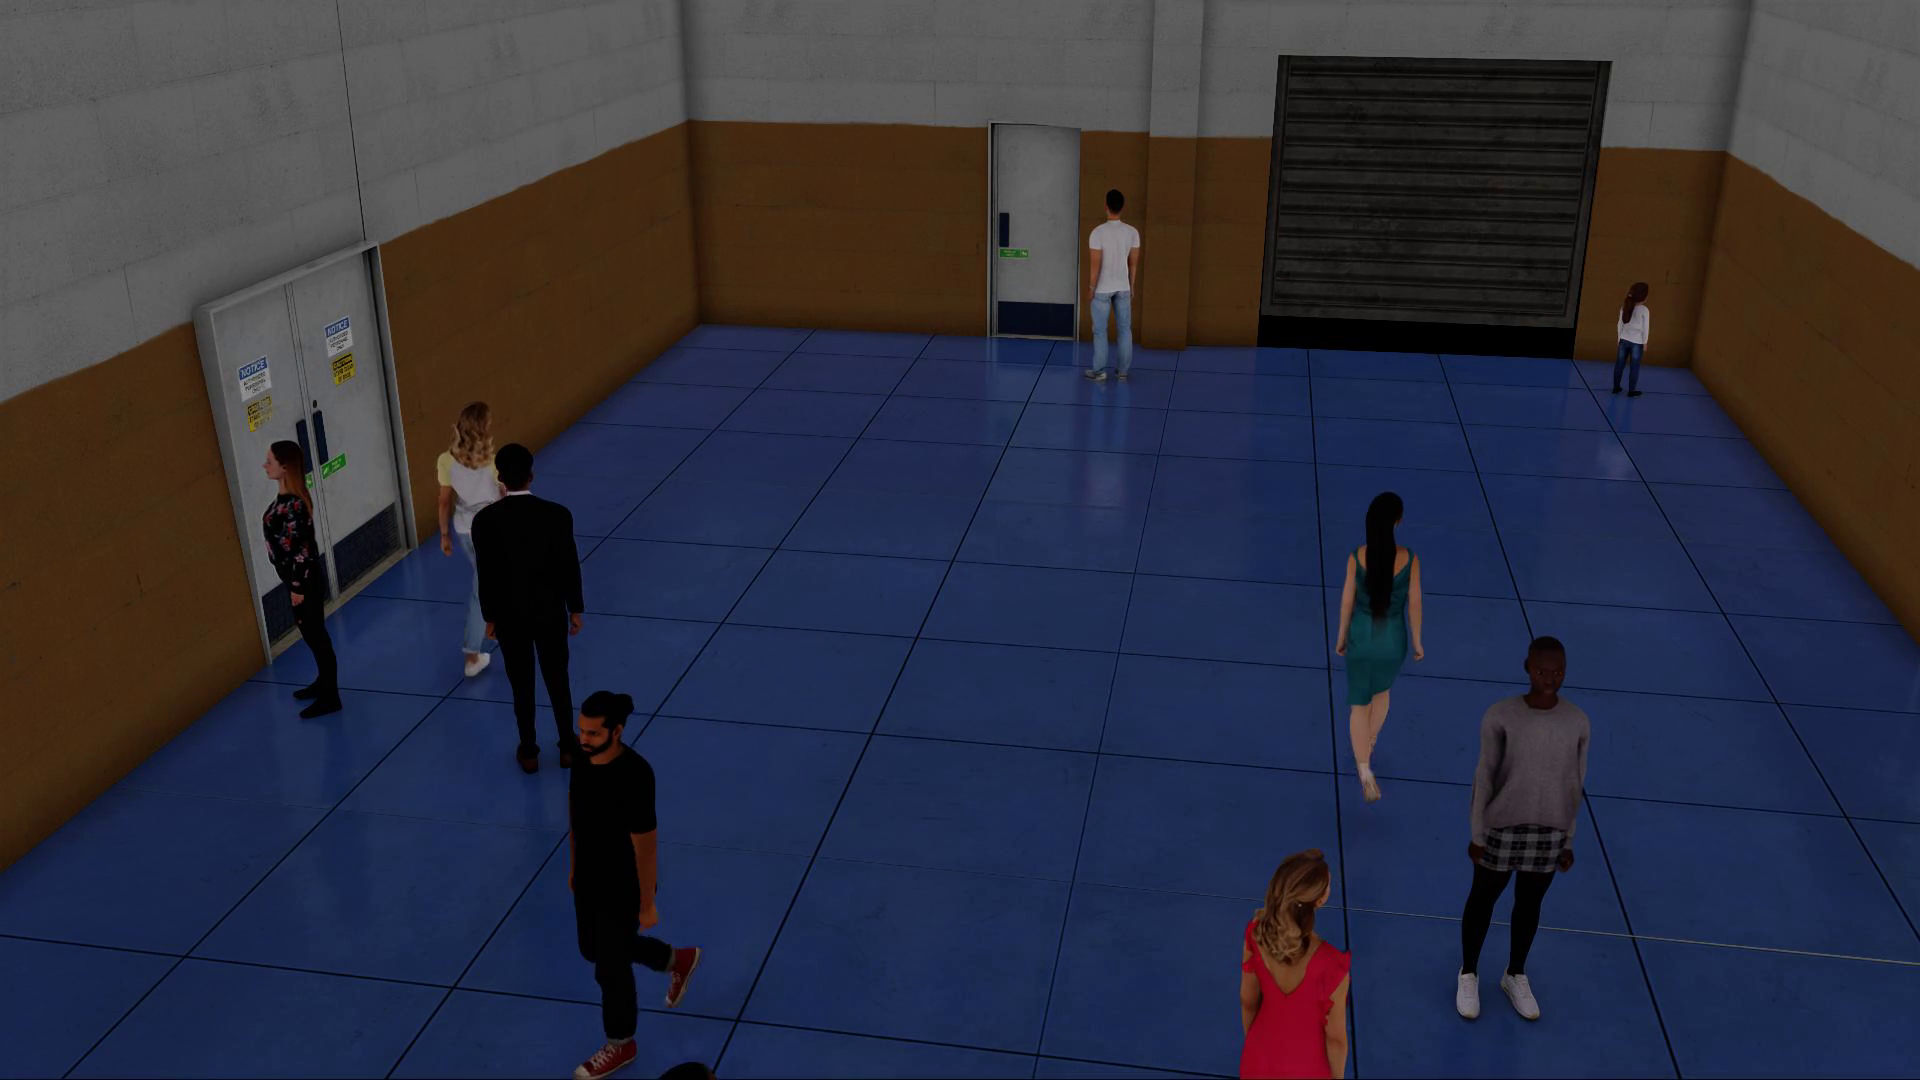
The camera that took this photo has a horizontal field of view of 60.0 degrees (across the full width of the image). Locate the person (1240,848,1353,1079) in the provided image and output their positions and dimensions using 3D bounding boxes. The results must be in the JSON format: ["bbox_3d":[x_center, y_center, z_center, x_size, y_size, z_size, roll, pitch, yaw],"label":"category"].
[{"bbox_3d":[1.118,1.821,5.703,0.728,1.728,0.645,-20,29,-40],"label":"person"}]

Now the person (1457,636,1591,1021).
[{"bbox_3d":[2.401,1.226,7.126,0.512,1.771,0.703,1,22,2],"label":"person"}]

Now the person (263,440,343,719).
[{"bbox_3d":[-3.854,0.215,9.759,0.671,1.683,0.643,-10,24,-23],"label":"person"}]

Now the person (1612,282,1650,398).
[{"bbox_3d":[6.395,-1.915,15.827,0.597,1.113,0.533,-19,29,-39],"label":"person"}]

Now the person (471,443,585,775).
[{"bbox_3d":[-2.351,0.380,9.084,0.668,1.881,0.831,-6,23,-16],"label":"person"}]

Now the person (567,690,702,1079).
[{"bbox_3d":[-1.349,1.367,6.817,1.002,1.739,0.988,-20,29,-40],"label":"person"}]

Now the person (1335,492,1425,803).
[{"bbox_3d":[2.204,0.608,8.815,0.982,1.658,0.712,3,22,7],"label":"person"}]

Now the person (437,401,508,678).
[{"bbox_3d":[-2.955,0.038,10.191,1.004,1.675,0.710,3,22,7],"label":"person"}]

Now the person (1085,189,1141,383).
[{"bbox_3d":[1.482,-2.477,16.214,0.689,1.866,0.818,-7,23,-18],"label":"person"}]
